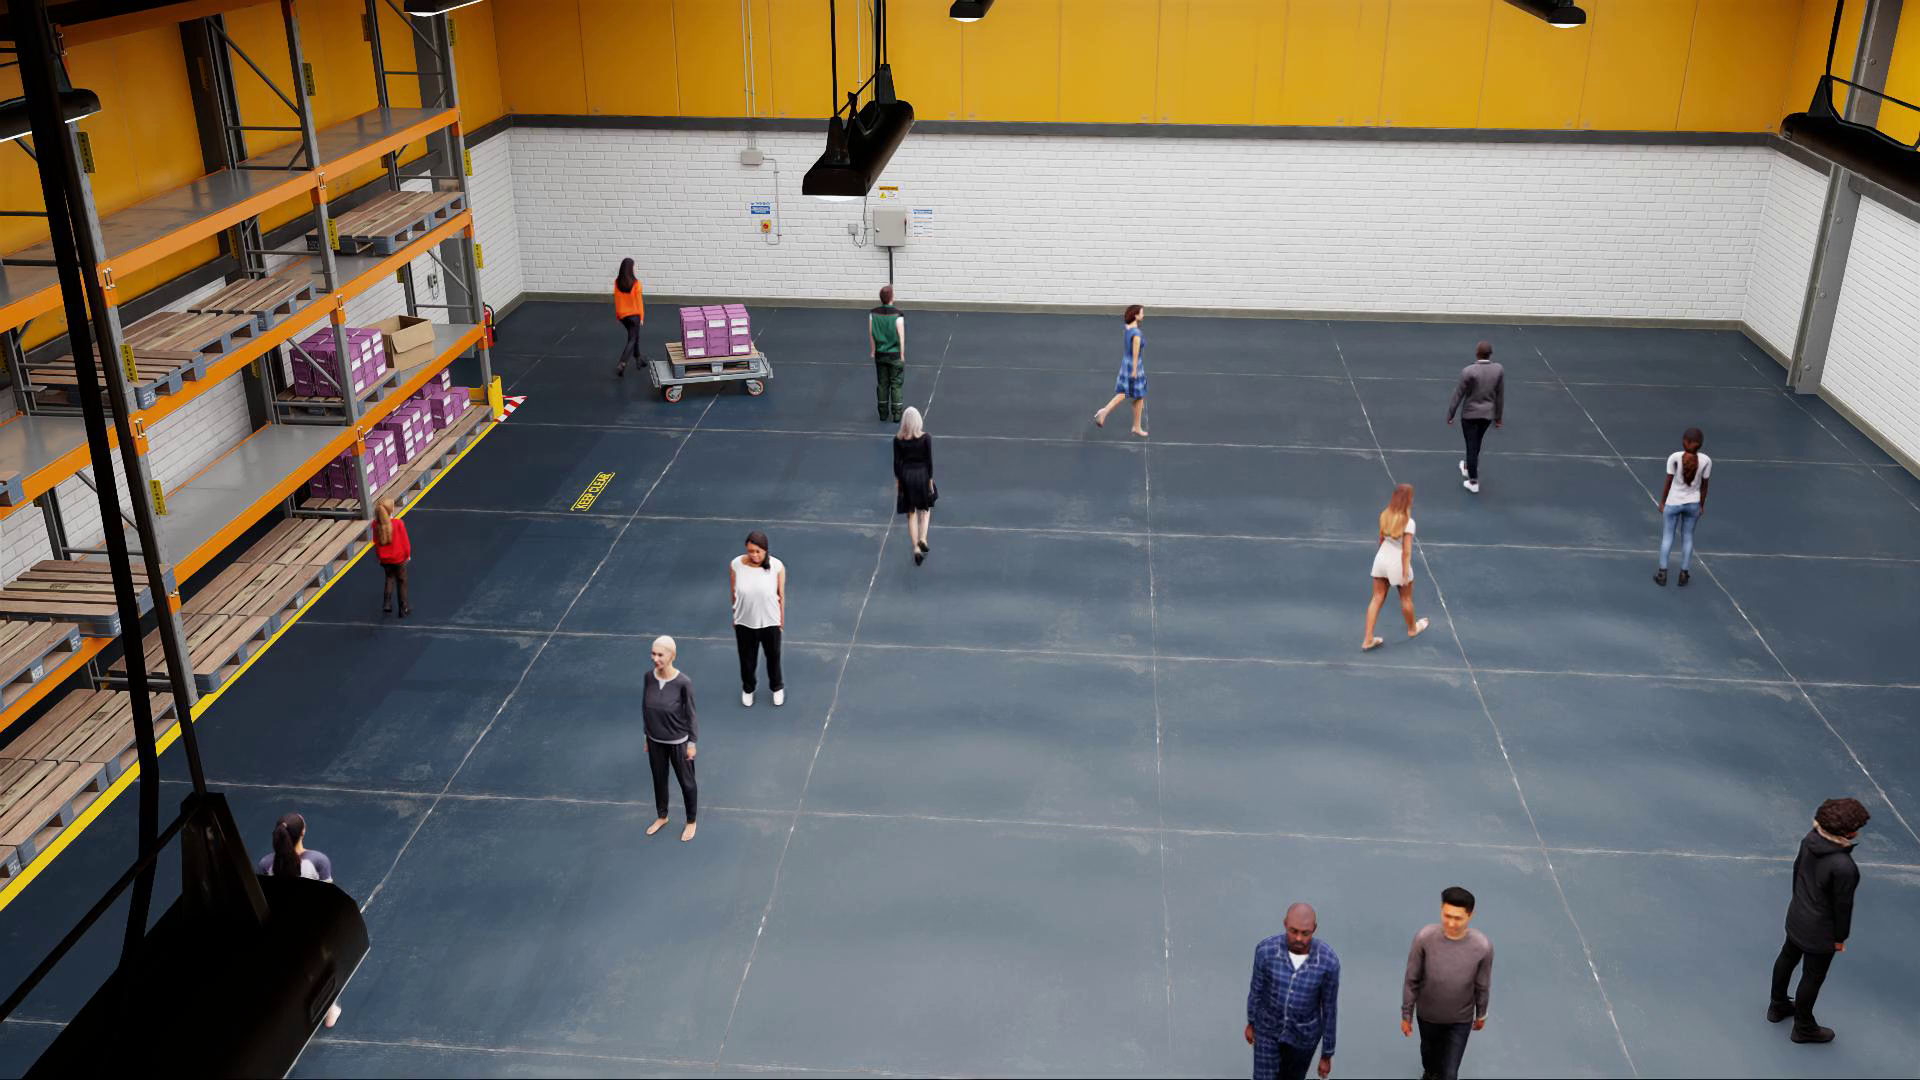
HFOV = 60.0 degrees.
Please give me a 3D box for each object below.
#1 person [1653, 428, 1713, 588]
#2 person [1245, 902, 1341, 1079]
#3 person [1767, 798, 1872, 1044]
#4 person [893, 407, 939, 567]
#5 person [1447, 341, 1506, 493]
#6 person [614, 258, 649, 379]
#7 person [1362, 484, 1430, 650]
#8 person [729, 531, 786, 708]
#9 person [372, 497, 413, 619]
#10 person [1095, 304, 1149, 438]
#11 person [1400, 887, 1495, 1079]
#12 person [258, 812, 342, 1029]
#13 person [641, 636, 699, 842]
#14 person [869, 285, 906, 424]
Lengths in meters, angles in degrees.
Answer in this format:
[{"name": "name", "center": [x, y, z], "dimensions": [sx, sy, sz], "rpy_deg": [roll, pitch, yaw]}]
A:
[{"name": "person", "center": [7.529, -0.354, 17.337], "dimensions": [0.609, 1.720, 0.543], "rpy_deg": [5, 24, 11]}, {"name": "person", "center": [1.961, 2.871, 9.910], "dimensions": [0.760, 1.759, 1.178], "rpy_deg": [5, 24, 11]}, {"name": "person", "center": [5.578, 2.458, 10.831], "dimensions": [0.753, 1.779, 0.619], "rpy_deg": [-5, 24, -11]}, {"name": "person", "center": [-0.490, -0.541, 17.747], "dimensions": [0.601, 1.734, 0.689], "rpy_deg": [3, 24, 6]}, {"name": "person", "center": [6.162, -1.426, 19.699], "dimensions": [0.881, 1.791, 1.054], "rpy_deg": [-3, 24, -6]}, {"name": "person", "center": [-4.739, -3.127, 23.694], "dimensions": [0.896, 1.709, 1.183], "rpy_deg": [11, 26, 23]}, {"name": "person", "center": [4.089, 0.283, 15.944], "dimensions": [1.041, 1.667, 1.017], "rpy_deg": [-16, 28, -32]}, {"name": "person", "center": [-1.818, 0.697, 14.976], "dimensions": [0.640, 1.685, 0.593], "rpy_deg": [2, 24, 3]}, {"name": "person", "center": [-5.696, 0.195, 16.635], "dimensions": [0.489, 1.276, 0.550], "rpy_deg": [3, 24, 6]}, {"name": "person", "center": [2.131, -2.144, 21.348], "dimensions": [0.953, 1.786, 1.009], "rpy_deg": [-8, 25, -17]}, {"name": "person", "center": [2.939, 2.815, 10.091], "dimensions": [1.233, 1.717, 0.874], "rpy_deg": [2, 24, 6]}, {"name": "person", "center": [-4.268, 2.541, 10.813], "dimensions": [0.631, 1.640, 0.690], "rpy_deg": [-1, 24, -1]}, {"name": "person", "center": [-2.274, 1.527, 13.025], "dimensions": [0.649, 1.726, 0.589], "rpy_deg": [7, 25, 16]}, {"name": "person", "center": [-0.941, -2.475, 22.037], "dimensions": [0.705, 1.842, 0.684], "rpy_deg": [10, 25, 21]}]
